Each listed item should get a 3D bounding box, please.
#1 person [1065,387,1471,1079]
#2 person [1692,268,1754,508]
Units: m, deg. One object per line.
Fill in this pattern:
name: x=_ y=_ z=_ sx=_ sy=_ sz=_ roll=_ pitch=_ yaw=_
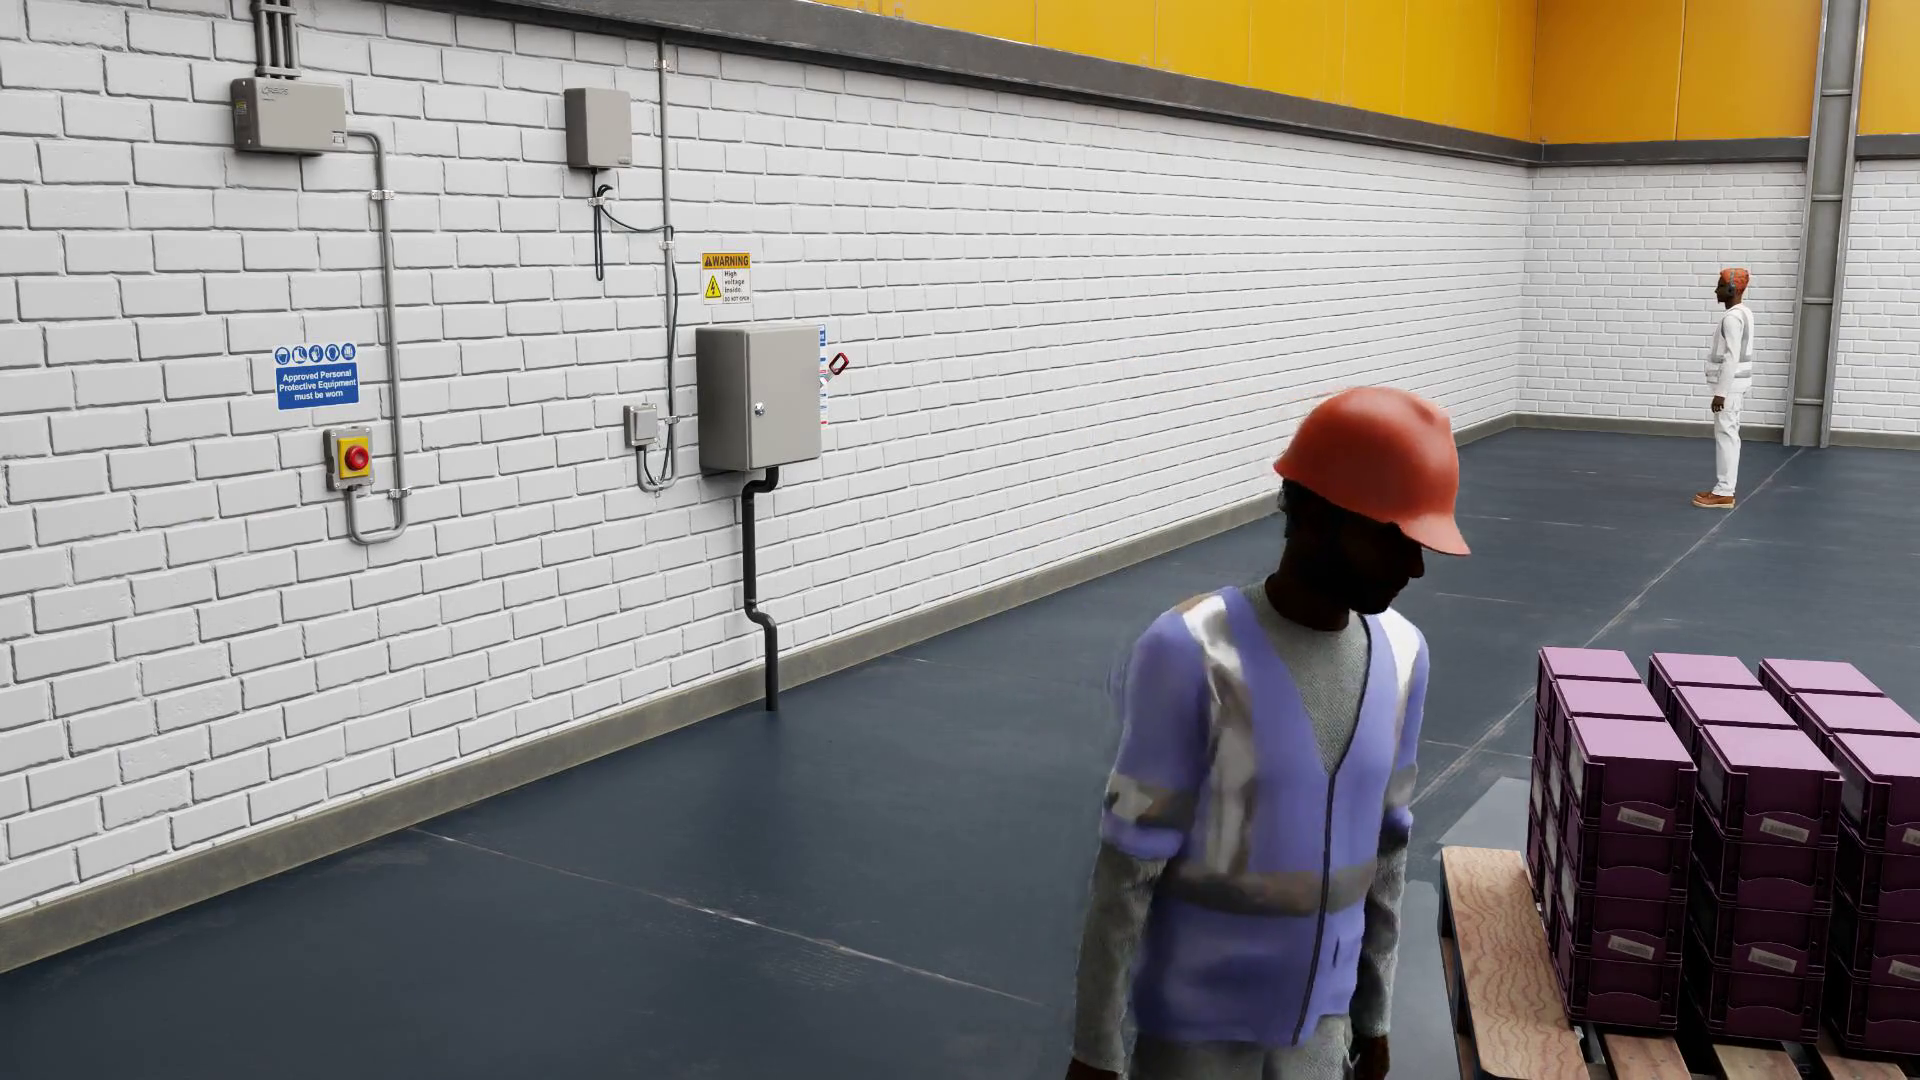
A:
person: x=0.412 y=0.695 z=2.618 sx=0.633 sy=1.894 sz=0.655 roll=-6 pitch=12 yaw=-29
person: x=6.043 y=-1.193 z=13.118 sx=0.352 sy=1.883 sz=0.580 roll=6 pitch=12 yaw=30
